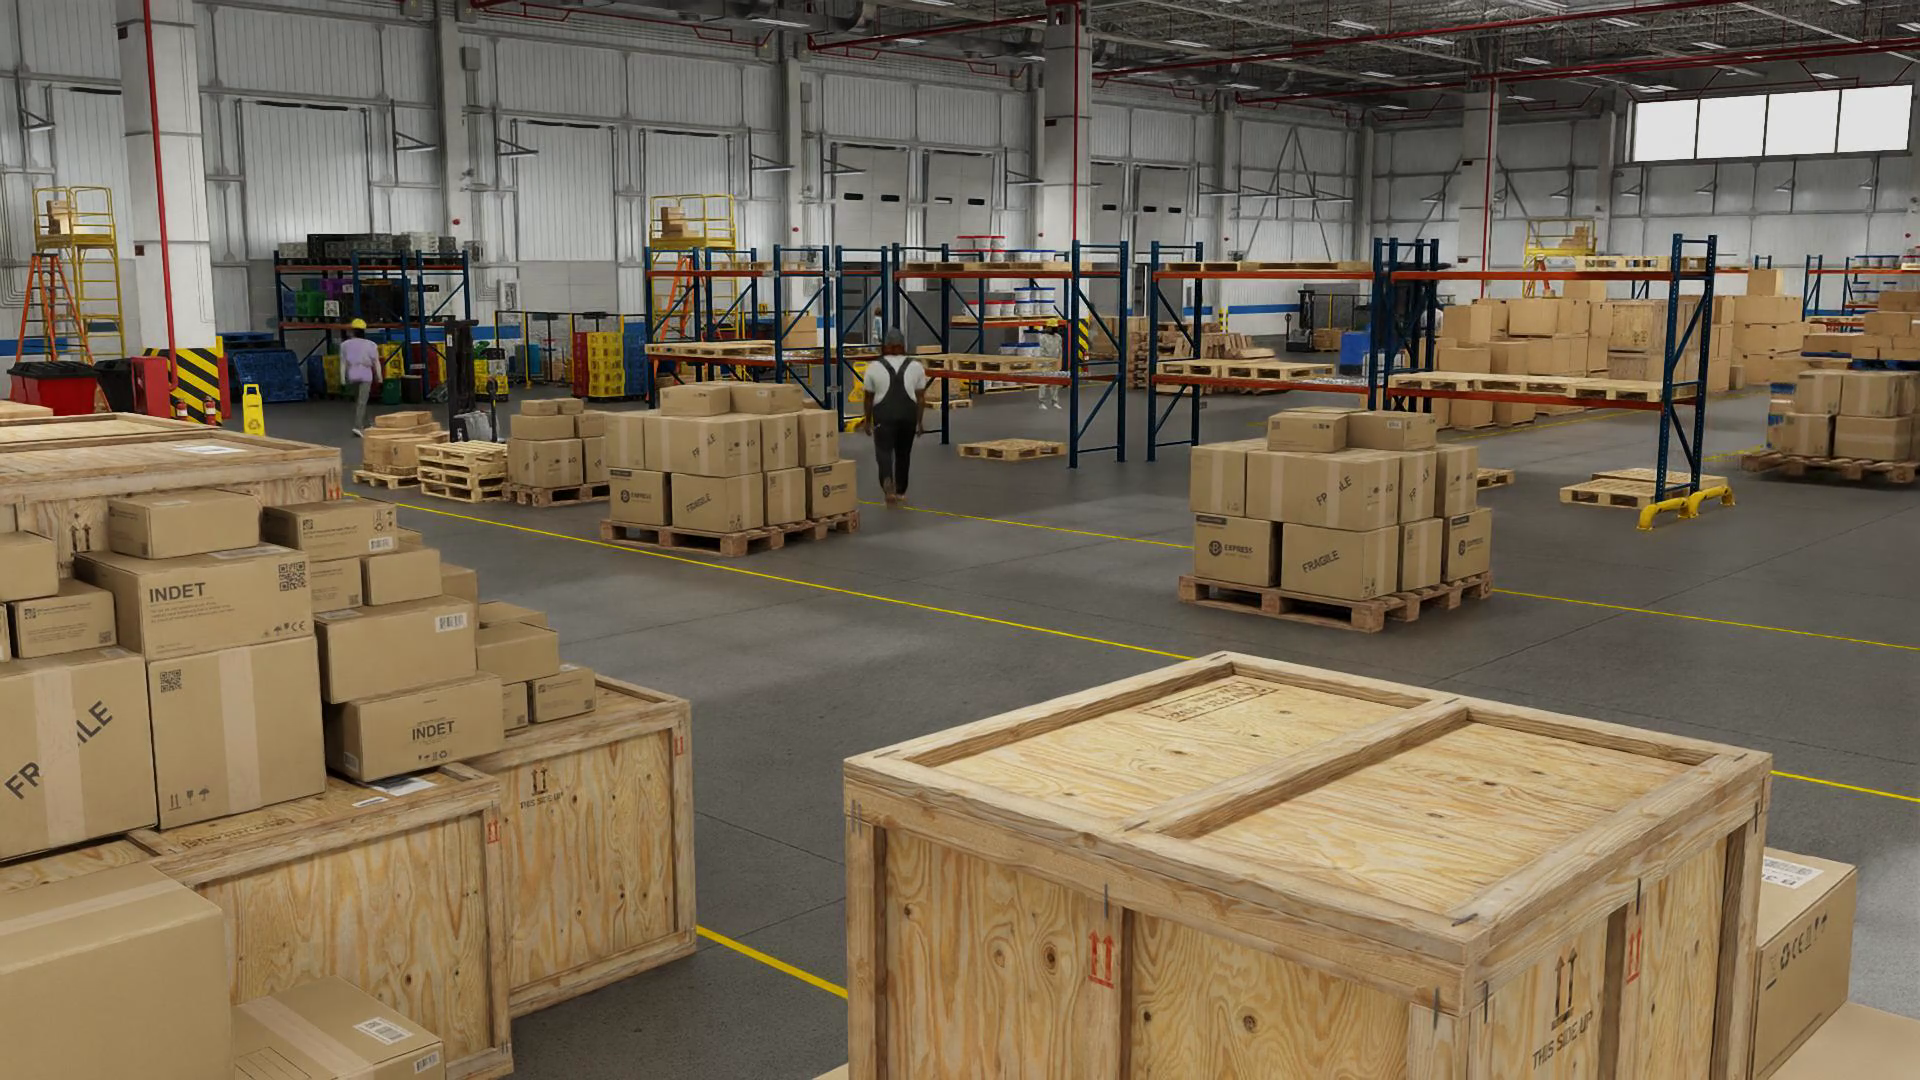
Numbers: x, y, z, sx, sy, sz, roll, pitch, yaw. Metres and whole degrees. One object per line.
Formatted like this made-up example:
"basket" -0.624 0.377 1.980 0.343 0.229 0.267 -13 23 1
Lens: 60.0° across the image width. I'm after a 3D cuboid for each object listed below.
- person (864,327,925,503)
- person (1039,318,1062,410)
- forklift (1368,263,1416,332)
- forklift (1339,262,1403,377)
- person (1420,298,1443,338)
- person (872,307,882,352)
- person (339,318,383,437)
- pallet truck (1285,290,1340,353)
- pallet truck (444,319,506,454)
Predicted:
"person" -0.731 -1.406 18.735 0.691 2.000 0.783 -1 9 -8
"person" 1.731 -3.332 31.485 0.487 1.736 0.325 -5 11 -28
"forklift" 12.546 -6.399 46.778 1.129 2.768 1.873 -9 13 -44
"forklift" 10.286 -5.341 40.291 1.873 2.768 1.129 9 13 43
"person" 11.621 -4.967 40.879 0.629 1.940 0.379 9 13 43
"person" -2.177 -5.393 44.441 0.321 1.632 0.524 -1 9 -6
"person" -9.542 -2.578 26.434 0.596 1.883 0.994 1 9 4
"pallet truck" 11.297 -6.951 52.861 1.885 1.965 0.823 -5 11 -29
"pallet truck" -6.981 -1.942 22.150 1.885 1.965 0.823 1 9 9
